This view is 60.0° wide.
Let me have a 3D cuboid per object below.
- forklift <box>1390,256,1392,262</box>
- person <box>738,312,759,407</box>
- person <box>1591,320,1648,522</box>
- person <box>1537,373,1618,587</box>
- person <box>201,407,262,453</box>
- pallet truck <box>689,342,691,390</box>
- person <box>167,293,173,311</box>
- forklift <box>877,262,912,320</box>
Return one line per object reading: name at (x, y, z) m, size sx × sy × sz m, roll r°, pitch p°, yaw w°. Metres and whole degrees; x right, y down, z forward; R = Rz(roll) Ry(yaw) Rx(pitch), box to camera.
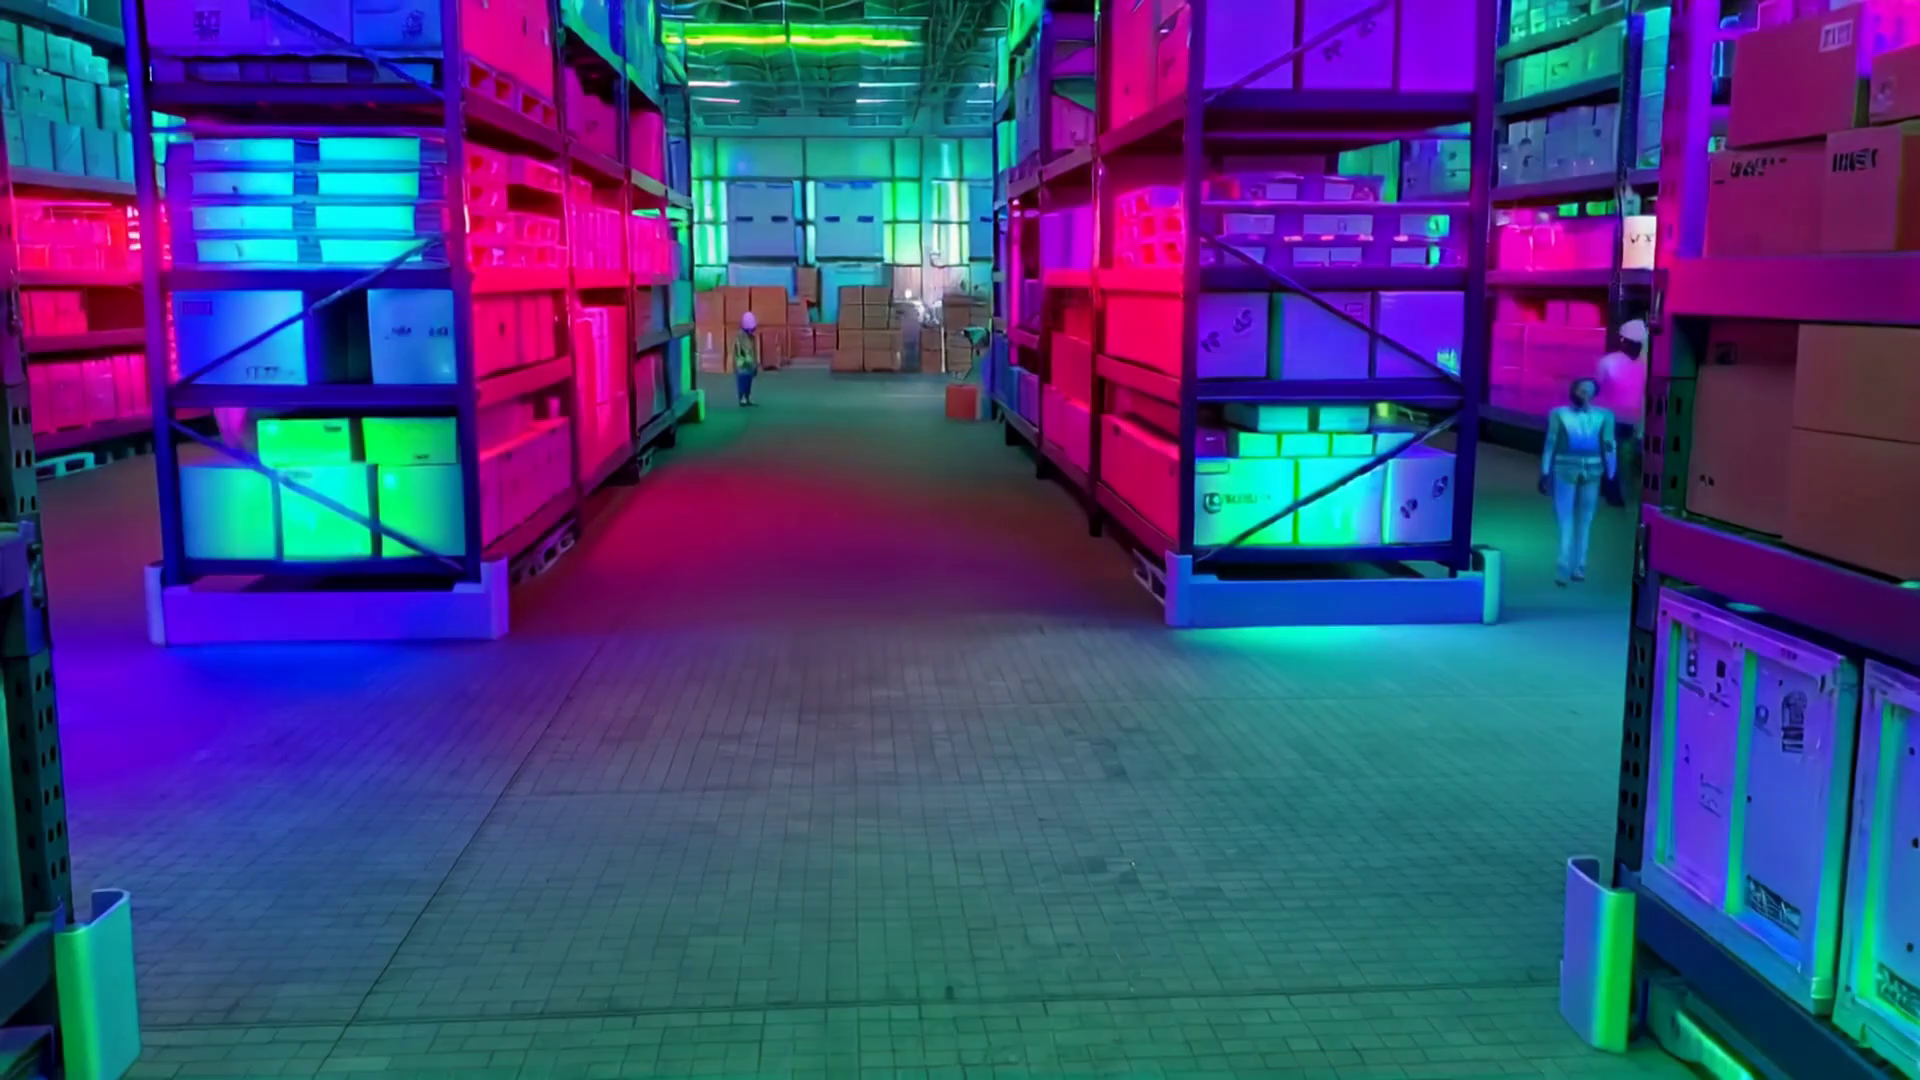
forklift at (10.360, -5.613, 41.074) m, size 1.129 × 2.768 × 1.873 m, roll -1°, pitch 9°, yaw -4°
person at (-3.790, -3.226, 29.787) m, size 0.318 × 1.695 × 0.539 m, roll 3°, pitch 10°, yaw 19°
person at (6.448, -1.180, 16.236) m, size 0.622 × 1.931 × 1.068 m, roll -3°, pitch 10°, yaw -18°
person at (4.685, -0.450, 12.598) m, size 0.556 × 1.617 × 0.585 m, roll 1°, pitch 9°, yaw 9°
person at (-8.054, -1.520, 18.369) m, size 0.634 × 1.924 × 0.430 m, roll 1°, pitch 9°, yaw 9°
pallet truck at (-5.225, -3.008, 27.480) m, size 1.885 × 1.965 × 0.823 m, roll 2°, pitch 9°, yaw 14°
person at (-29.675, -8.598, 62.645) m, size 0.407 × 1.985 × 0.611 m, roll -2°, pitch 9°, yaw -14°
forklift at (-2.578, -8.323, 58.089) m, size 1.873 × 2.768 × 1.129 m, roll -4°, pitch 10°, yaw -21°
